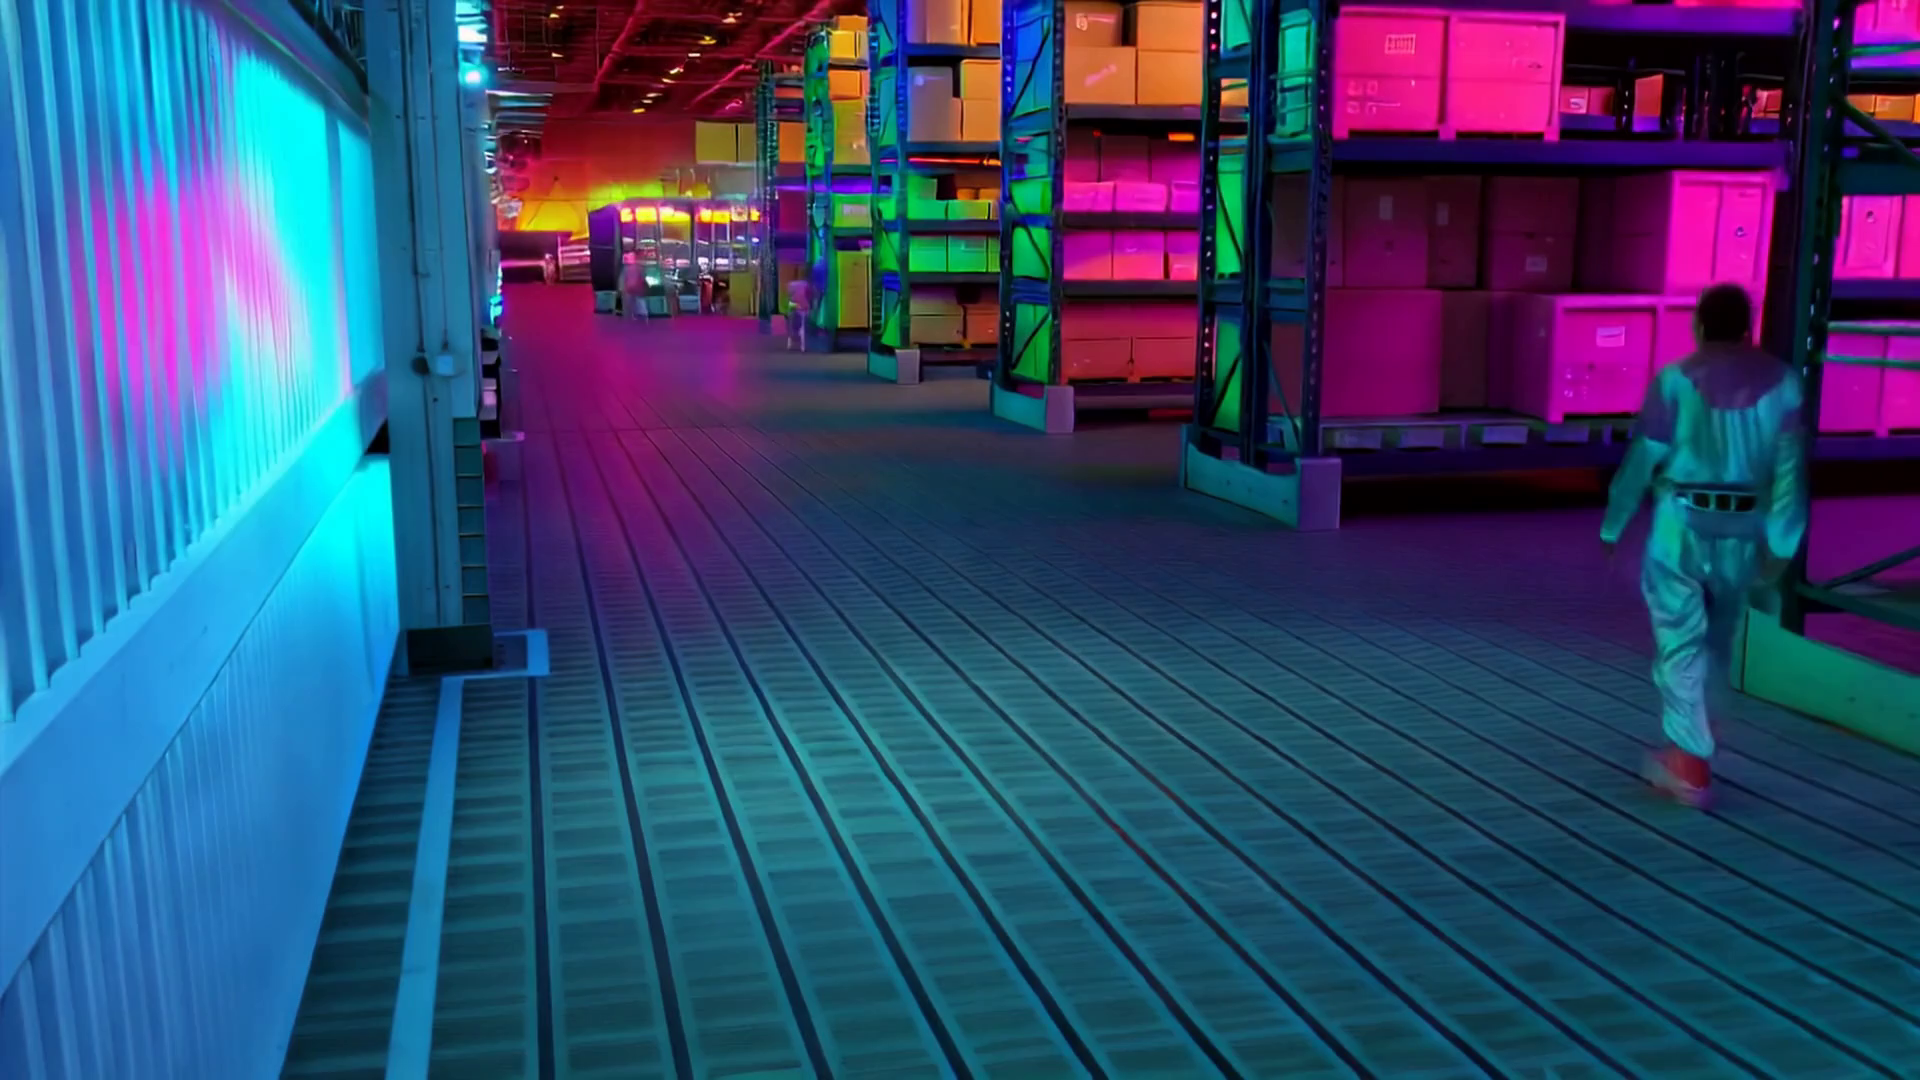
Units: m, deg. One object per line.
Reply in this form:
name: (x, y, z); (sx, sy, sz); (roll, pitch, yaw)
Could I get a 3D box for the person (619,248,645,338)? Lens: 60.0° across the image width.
person: (-7.286, -5.460, 36.845); (0.641, 1.974, 0.446); (5, 11, 26)

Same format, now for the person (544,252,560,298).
person: (-16.195, -10.519, 66.017); (0.584, 1.788, 0.958); (-1, 10, -7)

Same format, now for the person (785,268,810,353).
person: (-3.115, -4.367, 31.713); (0.528, 1.607, 0.795); (-4, 11, -20)

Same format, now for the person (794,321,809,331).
person: (-3.861, -5.882, 39.886); (0.584, 1.745, 0.542); (-4, 11, -20)

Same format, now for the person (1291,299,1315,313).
person: (3.177, -1.562, 15.453); (0.354, 1.728, 0.511); (-4, 11, -20)

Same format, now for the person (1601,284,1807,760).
person: (3.002, -0.102, 6.839); (0.673, 1.860, 0.966); (-2, 10, -13)
